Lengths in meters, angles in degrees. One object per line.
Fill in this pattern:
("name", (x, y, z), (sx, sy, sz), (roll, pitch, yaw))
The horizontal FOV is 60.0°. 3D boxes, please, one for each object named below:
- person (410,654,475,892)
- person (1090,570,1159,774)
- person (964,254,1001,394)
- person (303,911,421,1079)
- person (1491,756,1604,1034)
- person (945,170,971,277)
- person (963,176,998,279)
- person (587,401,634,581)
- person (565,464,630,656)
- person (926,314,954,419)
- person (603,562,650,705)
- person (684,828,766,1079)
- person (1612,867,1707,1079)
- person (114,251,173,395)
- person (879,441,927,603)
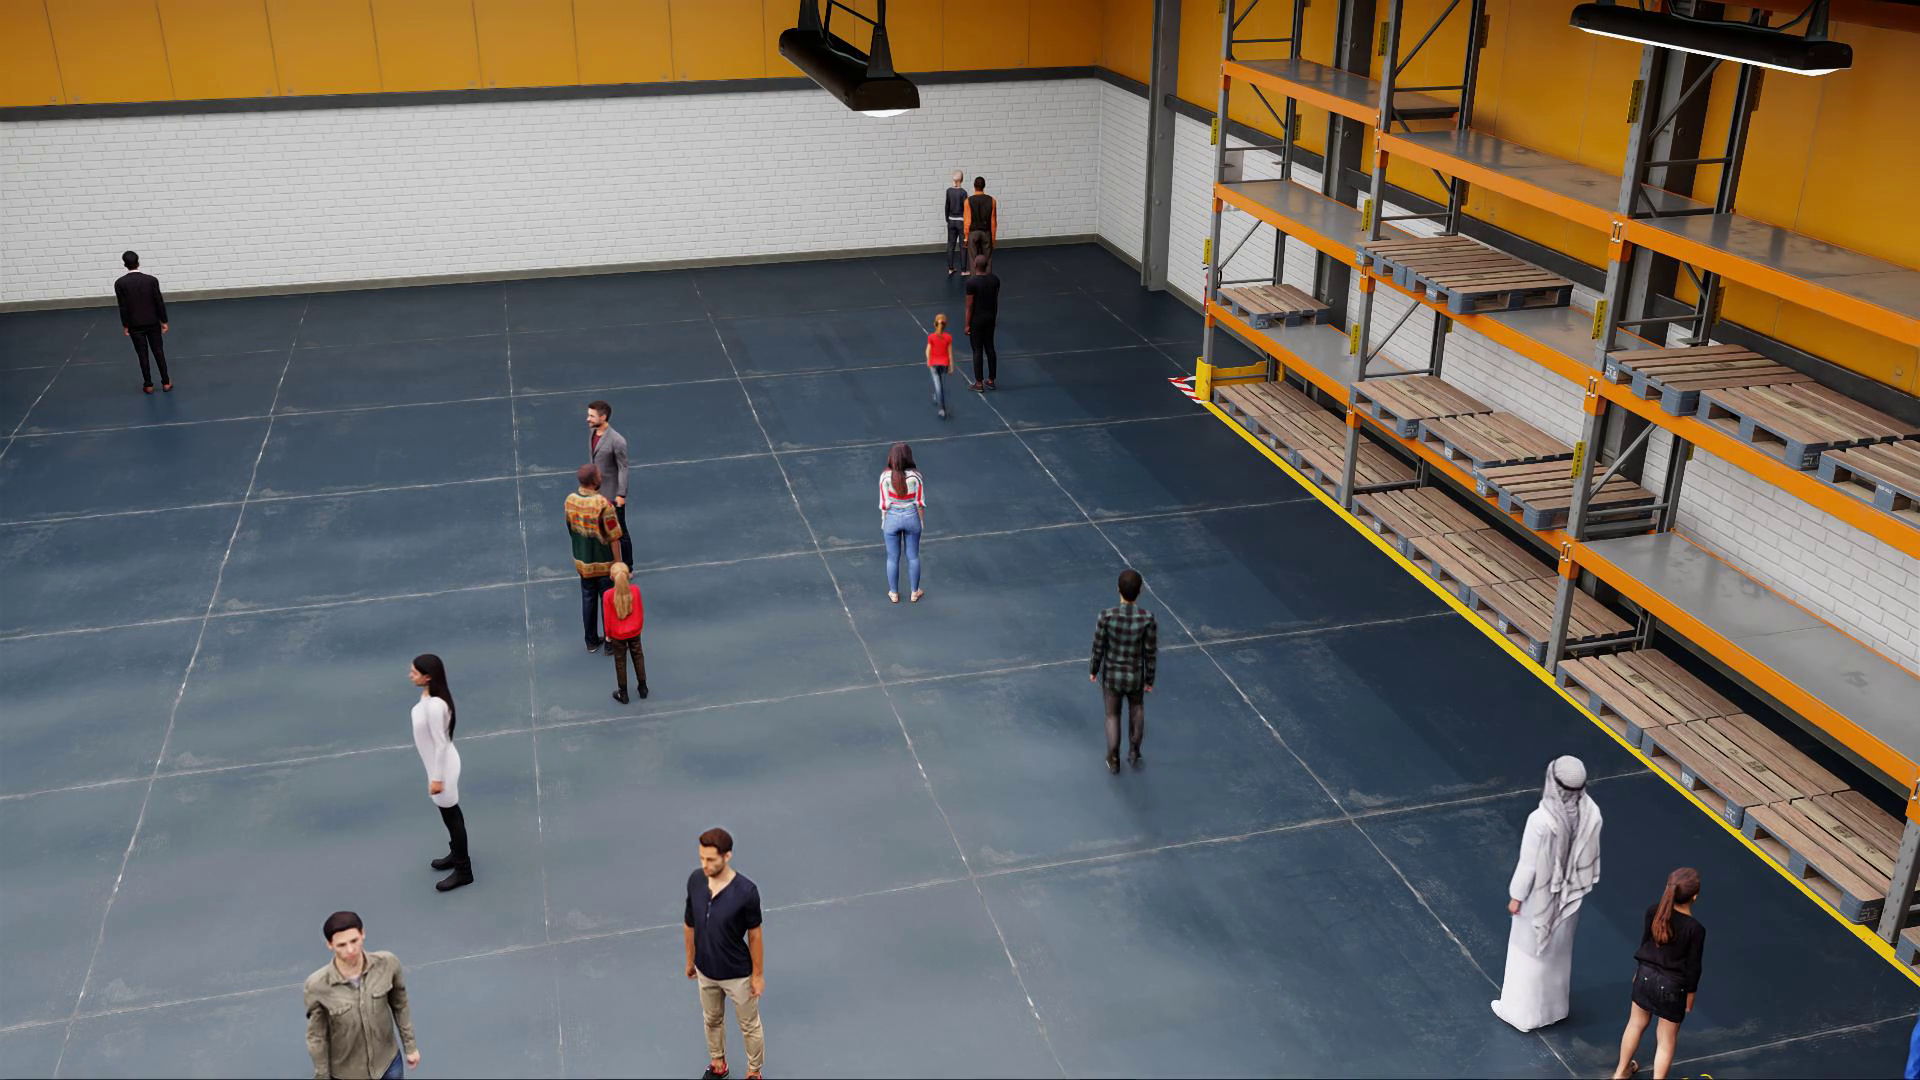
("person", (-3.627, 1.602, 11.670), (0.677, 1.809, 0.489), (-8, 25, -18))
("person", (1.277, 1.064, 13.013), (0.731, 1.706, 0.643), (-1, 24, -2))
("person", (0.289, -2.852, 21.847), (0.724, 1.819, 0.662), (-14, 27, -29))
("person", (-3.188, 2.781, 8.902), (0.778, 1.865, 0.728), (-16, 28, -33))
("person", (3.626, 2.172, 10.220), (0.680, 1.927, 0.635), (-7, 25, -16))
("person", (-0.036, -5.252, 27.455), (0.667, 1.725, 0.738), (15, 28, 30))
("person", (0.315, -4.735, 26.044), (0.706, 1.908, 0.628), (-4, 24, -8))
("person", (-3.468, -0.490, 16.374), (0.739, 1.873, 0.844), (19, 30, 37))
("person", (-3.273, 0.168, 14.951), (0.827, 1.807, 0.874), (11, 26, 23))
("person", (-0.248, -2.165, 20.954), (0.462, 1.274, 0.878), (-6, 24, -13))
("person", (-2.865, 0.778, 14.214), (0.546, 1.281, 0.553), (-13, 27, -27))
("person", (-1.353, 2.463, 9.641), (0.725, 1.856, 0.739), (9, 25, 19))
("person", (4.114, 2.588, 9.734), (0.667, 1.553, 0.579), (-18, 30, -36))
("person", (-10.697, -2.860, 21.784), (0.754, 1.883, 0.650), (-13, 27, -27))
("person", (-0.560, -0.180, 15.993), (0.639, 1.612, 0.579), (-1, 24, -2))
